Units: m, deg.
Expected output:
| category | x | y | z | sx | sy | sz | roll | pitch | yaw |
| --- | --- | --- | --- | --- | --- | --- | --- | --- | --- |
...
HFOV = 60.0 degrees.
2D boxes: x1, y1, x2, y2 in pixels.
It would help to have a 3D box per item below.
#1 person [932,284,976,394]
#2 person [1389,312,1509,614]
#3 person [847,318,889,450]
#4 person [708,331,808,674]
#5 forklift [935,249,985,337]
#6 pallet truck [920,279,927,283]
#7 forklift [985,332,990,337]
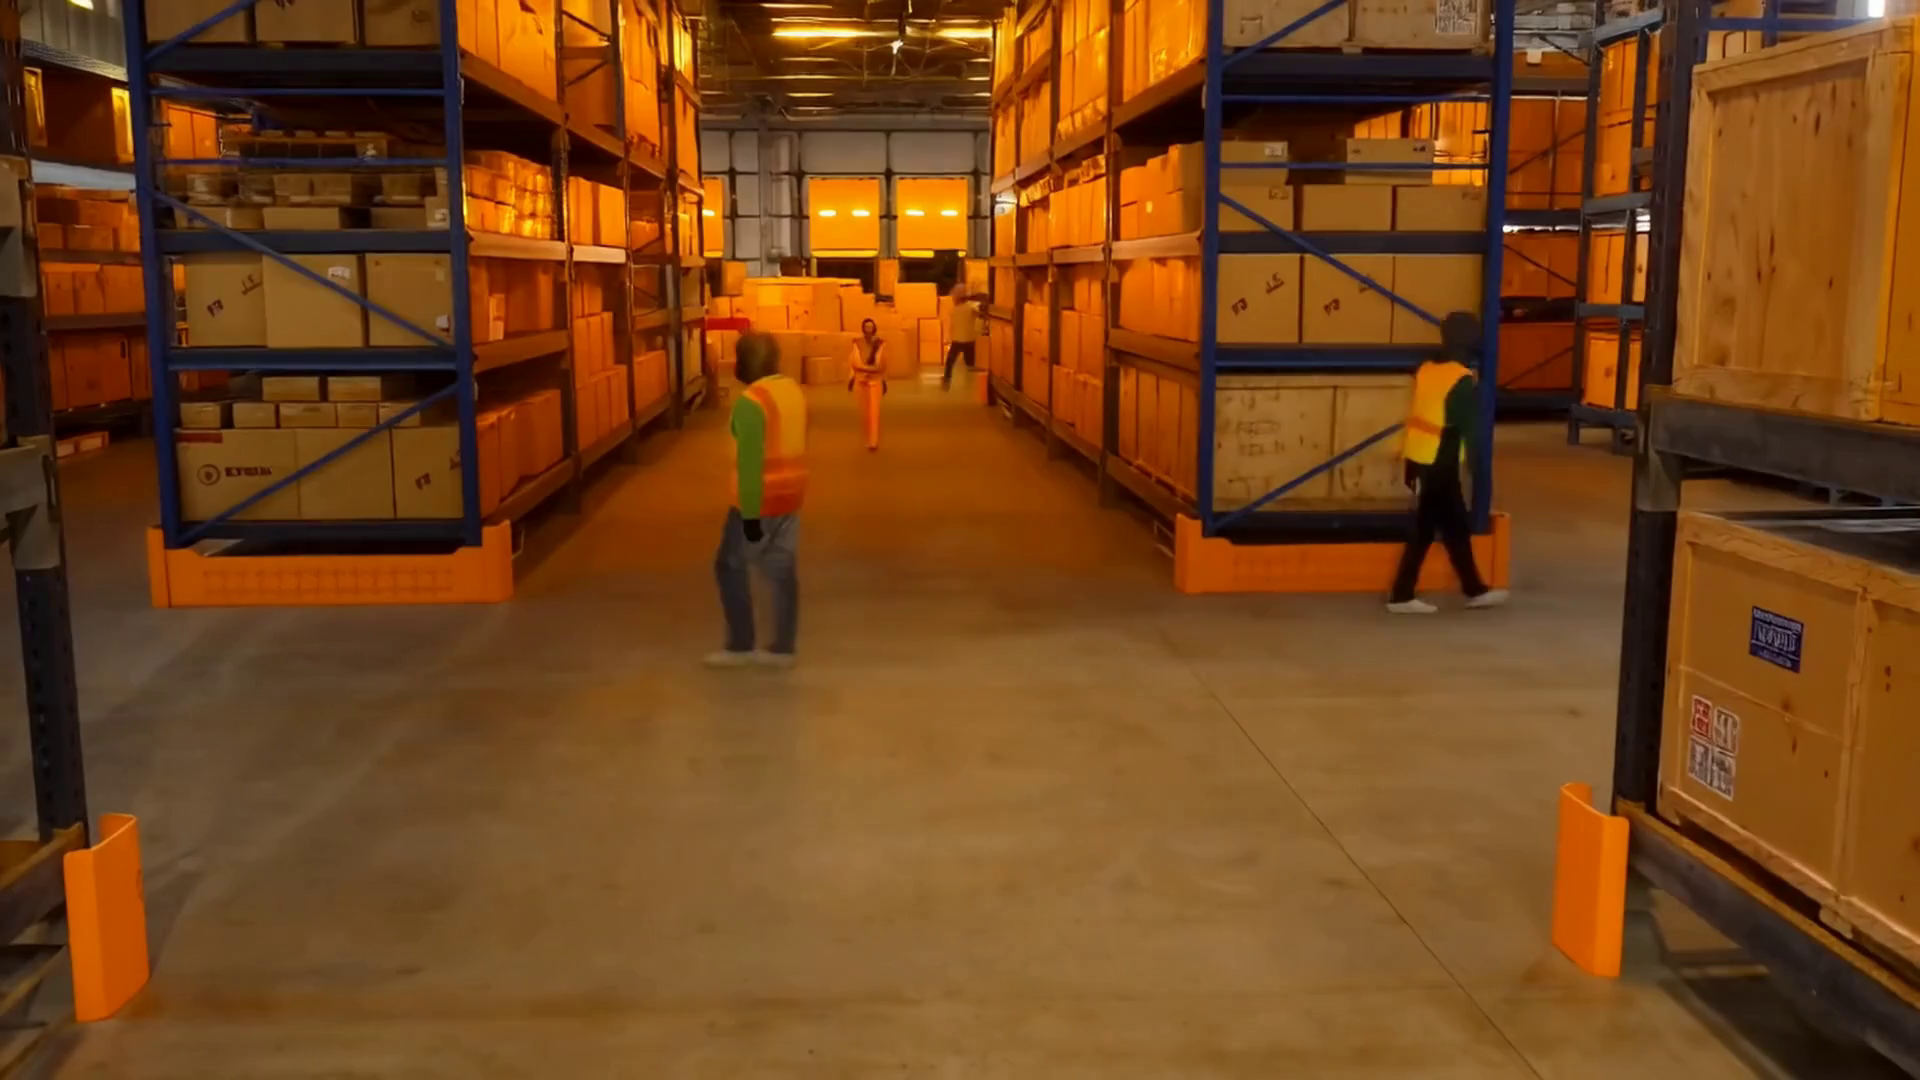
| category | x | y | z | sx | sy | sz | roll | pitch | yaw |
| --- | --- | --- | --- | --- | --- | --- | --- | --- | --- |
| person | -0.061 | -3.541 | 29.467 | 0.966 | 1.946 | 0.616 | -7 | 11 | -36 |
| person | 3.116 | -0.464 | 10.361 | 0.920 | 1.877 | 0.617 | -1 | 9 | -6 |
| person | -1.119 | -1.930 | 20.430 | 0.512 | 1.609 | 0.755 | 0 | 9 | 1 |
| person | -1.102 | -0.196 | 8.862 | 0.581 | 1.825 | 0.645 | 4 | 10 | 25 |
| forklift | -0.337 | -6.664 | 46.173 | 1.873 | 2.768 | 1.129 | -5 | 10 | -28 |
| pallet truck | -0.932 | -8.922 | 63.114 | 1.885 | 1.965 | 0.823 | 2 | 9 | 13 |
| forklift | 1.406 | -4.191 | 30.647 | 1.129 | 2.768 | 1.873 | 8 | 12 | 40 |
